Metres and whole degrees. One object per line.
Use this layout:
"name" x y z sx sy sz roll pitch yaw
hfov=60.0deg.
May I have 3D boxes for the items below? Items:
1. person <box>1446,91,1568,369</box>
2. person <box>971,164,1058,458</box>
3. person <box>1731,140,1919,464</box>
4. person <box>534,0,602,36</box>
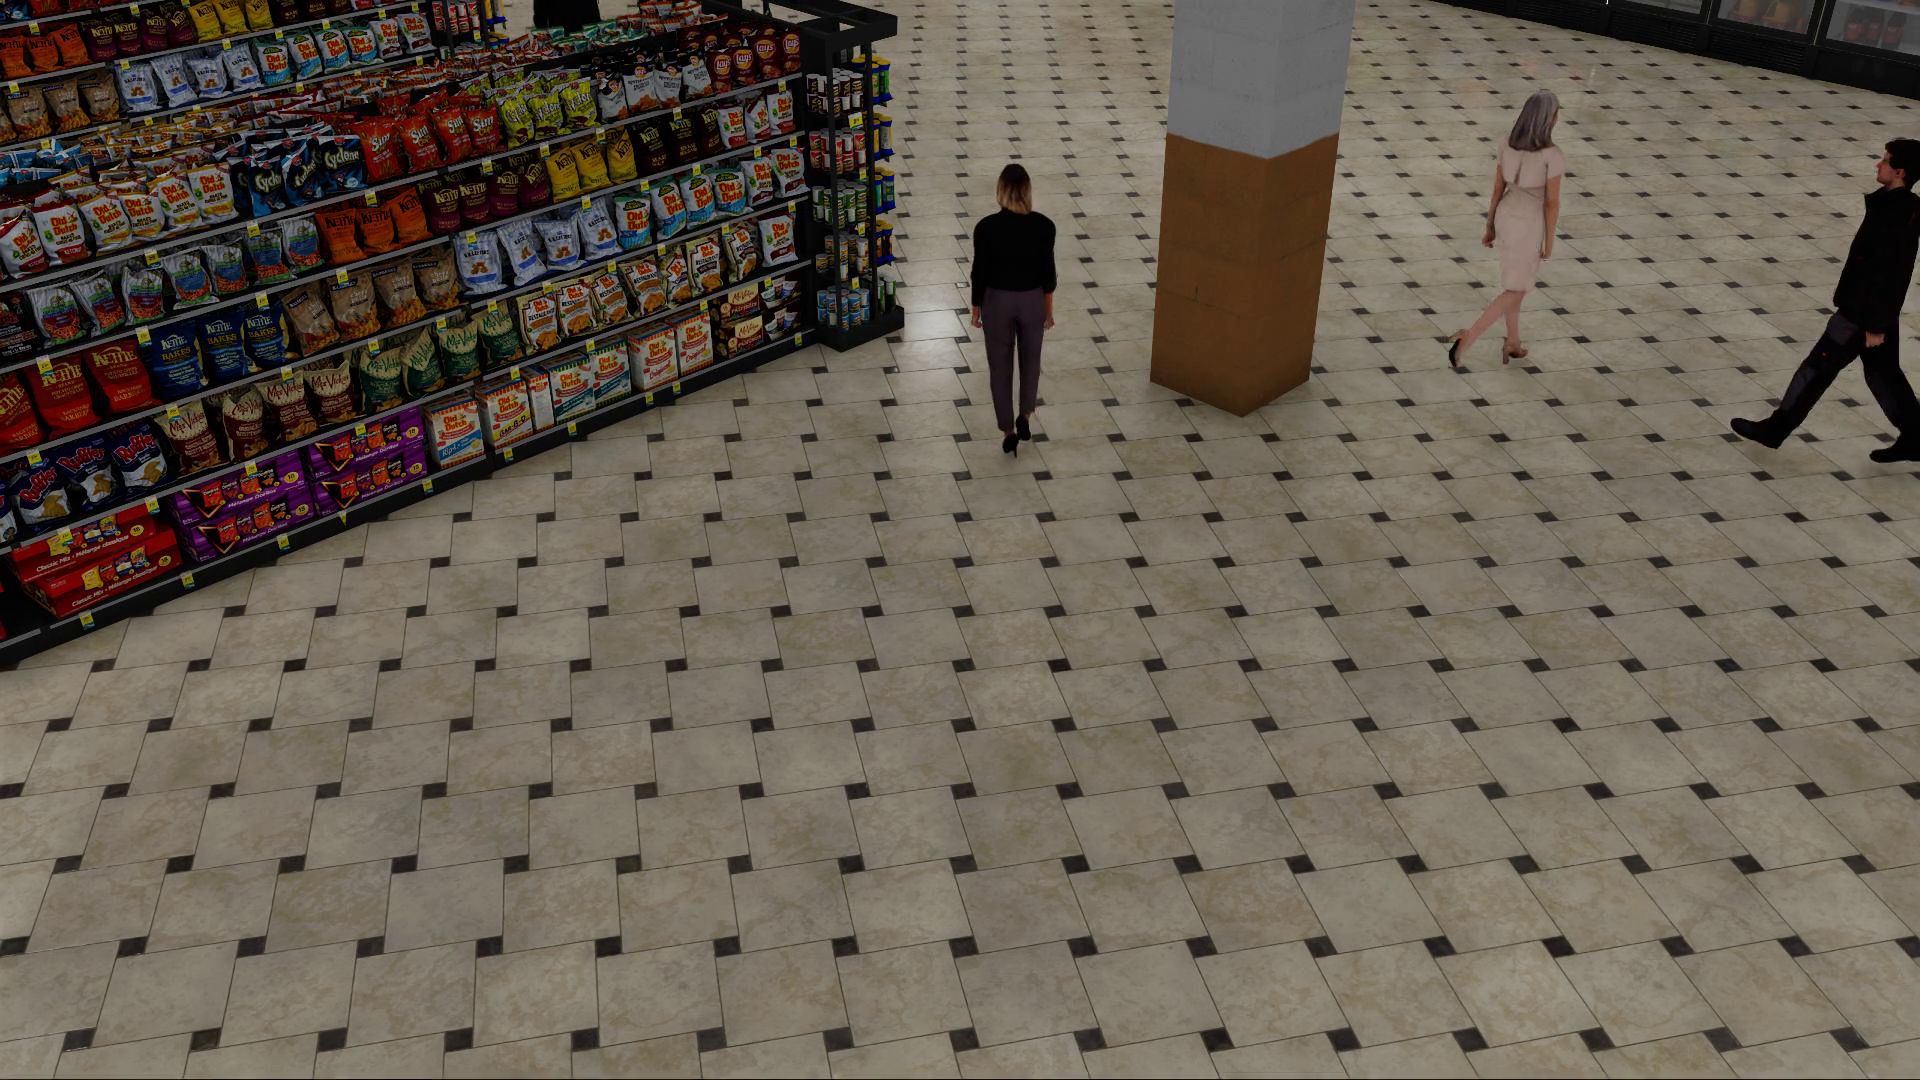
"person" 3.248 -1.744 9.806 1.067 1.709 0.693 -23 38 -32
"person" 0.304 -1.176 8.935 0.683 1.664 0.770 -5 32 -7
"person" 4.923 -1.177 8.813 0.926 1.795 1.212 21 37 29
"person" -2.993 -3.889 13.062 1.157 1.910 0.764 -28 41 -37
